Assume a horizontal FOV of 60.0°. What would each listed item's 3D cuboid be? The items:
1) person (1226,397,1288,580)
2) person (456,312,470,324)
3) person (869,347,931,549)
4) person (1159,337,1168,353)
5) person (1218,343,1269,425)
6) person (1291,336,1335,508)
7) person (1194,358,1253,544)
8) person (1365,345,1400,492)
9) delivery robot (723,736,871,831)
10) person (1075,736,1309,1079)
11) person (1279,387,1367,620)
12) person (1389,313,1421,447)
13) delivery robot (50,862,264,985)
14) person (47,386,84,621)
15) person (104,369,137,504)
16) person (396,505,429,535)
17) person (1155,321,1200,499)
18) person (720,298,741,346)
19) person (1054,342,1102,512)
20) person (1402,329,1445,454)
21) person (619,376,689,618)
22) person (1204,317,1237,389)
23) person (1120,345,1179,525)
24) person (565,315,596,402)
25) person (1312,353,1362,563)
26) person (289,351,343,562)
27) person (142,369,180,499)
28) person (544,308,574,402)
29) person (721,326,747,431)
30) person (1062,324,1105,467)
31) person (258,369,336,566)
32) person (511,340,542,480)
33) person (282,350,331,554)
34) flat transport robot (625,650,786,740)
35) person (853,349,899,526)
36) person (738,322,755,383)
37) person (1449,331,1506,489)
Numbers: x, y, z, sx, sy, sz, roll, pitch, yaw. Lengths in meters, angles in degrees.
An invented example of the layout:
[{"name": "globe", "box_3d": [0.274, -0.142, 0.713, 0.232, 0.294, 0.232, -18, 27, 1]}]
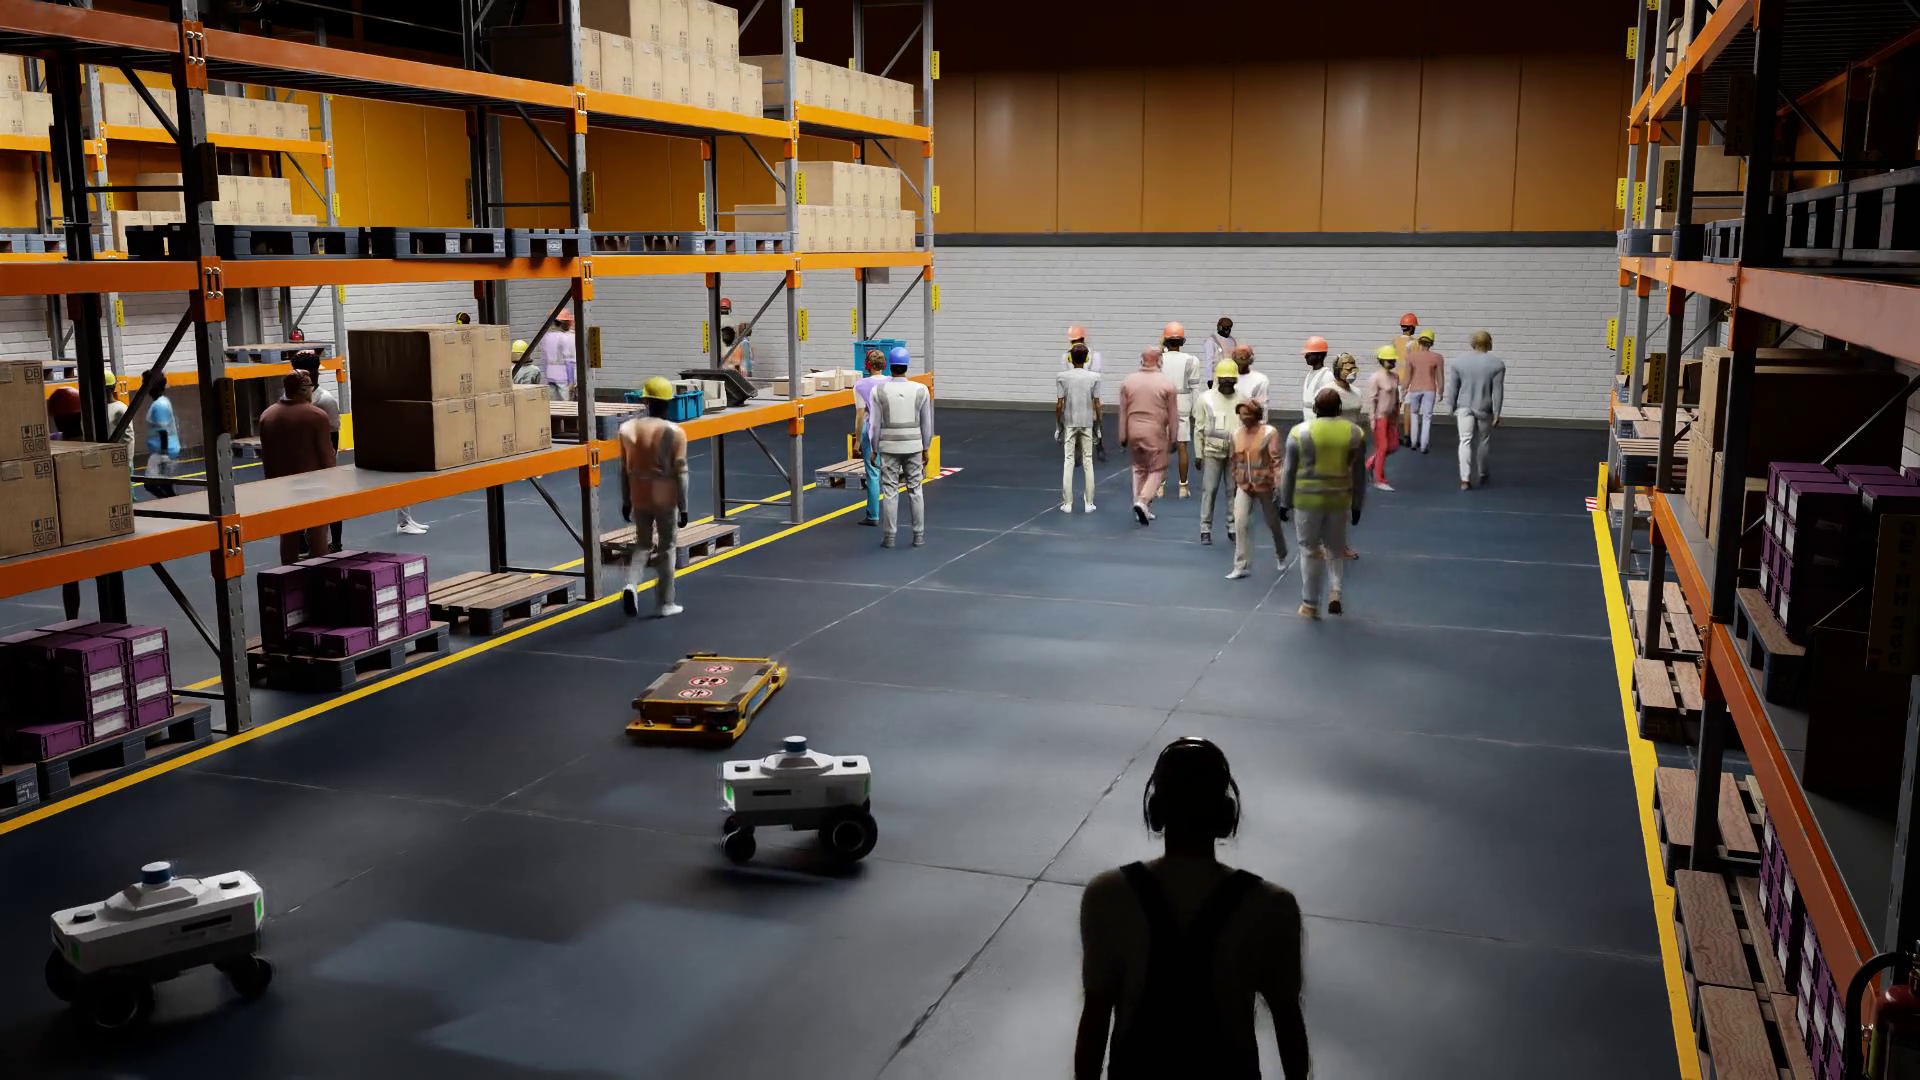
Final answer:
[{"name": "person", "box_3d": [2.677, -0.479, 14.749, 0.578, 1.604, 0.816, 8, 13, 38]}, {"name": "person", "box_3d": [-7.762, -2.639, 26.162, 0.317, 1.870, 0.523, 3, 11, 17]}, {"name": "person", "box_3d": [-0.584, -0.888, 16.079, 0.605, 1.948, 0.406, -2, 10, -12]}, {"name": "person", "box_3d": [3.010, -2.186, 24.369, 0.507, 1.605, 0.795, 0, 10, -3]}, {"name": "person", "box_3d": [3.070, -1.200, 18.053, 0.579, 1.872, 0.515, 4, 11, 23]}, {"name": "person", "box_3d": [3.883, -1.256, 18.185, 0.379, 1.938, 0.547, -2, 10, -13]}, {"name": "person", "box_3d": [2.587, -0.862, 16.270, 0.600, 1.827, 0.404, -1, 10, -4]}, {"name": "person", "box_3d": [5.031, -1.464, 19.877, 0.537, 1.748, 0.488, -8, 13, -40]}, {"name": "delivery robot", "box_3d": [-0.791, 1.191, 8.033, 0.707, 0.478, 0.477, -1, 10, -8]}, {"name": "person", "box_3d": [0.553, 1.343, 3.965, 0.544, 1.789, 0.996, 2, 10, 12]}, {"name": "person", "box_3d": [2.828, -0.280, 13.002, 0.640, 1.822, 0.432, -1, 10, -6]}, {"name": "person", "box_3d": [6.482, -2.322, 24.185, 0.361, 1.939, 0.543, -6, 12, -32]}, {"name": "delivery robot", "box_3d": [-3.070, 1.482, 6.393, 0.707, 0.478, 0.477, -8, 13, -39]}, {"name": "person", "box_3d": [-6.278, -0.134, 11.872, 0.548, 1.934, 0.376, -2, 10, -9]}, {"name": "person", "box_3d": [-8.071, -0.751, 15.833, 0.526, 1.765, 0.329, 5, 11, 28]}, {"name": "person", "box_3d": [-5.616, -0.990, 16.878, 0.328, 1.873, 0.513, -2, 10, -12]}, {"name": "person", "box_3d": [2.454, -1.489, 19.185, 0.615, 2.047, 0.357, 1, 10, 7]}, {"name": "person", "box_3d": [-4.130, -3.266, 29.341, 0.622, 1.992, 0.396, -2, 10, -12]}, {"name": "person", "box_3d": [1.295, -1.231, 18.223, 0.524, 1.876, 0.325, 0, 10, 2]}, {"name": "person", "box_3d": [6.569, -2.105, 23.525, 0.557, 1.742, 0.742, 4, 11, 23]}, {"name": "person", "box_3d": [-2.397, -0.311, 12.930, 0.598, 1.910, 0.562, 3, 11, 17]}, {"name": "person", "box_3d": [3.971, -2.444, 25.165, 0.621, 1.838, 0.429, -8, 13, -37]}, {"name": "person", "box_3d": [1.955, -1.089, 17.382, 0.664, 1.885, 0.679, 7, 12, 35]}, {"name": "person", "box_3d": [-5.717, -2.377, 24.624, 0.654, 1.897, 0.403, -7, 12, -33]}, {"name": "person", "box_3d": [3.502, -0.761, 15.391, 0.627, 1.940, 0.370, -8, 13, -39]}, {"name": "person", "box_3d": [-5.890, -0.742, 15.209, 0.614, 1.963, 0.362, 9, 14, 42]}, {"name": "person", "box_3d": [-8.075, -0.881, 16.787, 0.377, 1.680, 0.547, -5, 11, -26]}, {"name": "person", "box_3d": [-5.698, -2.307, 23.875, 0.607, 2.031, 0.438, 9, 13, 40]}, {"name": "person", "box_3d": [-3.641, -2.501, 25.974, 0.556, 1.646, 0.857, 10, 14, 44]}, {"name": "person", "box_3d": [1.650, -1.932, 22.121, 0.555, 1.898, 0.791, 4, 11, 22]}, {"name": "person", "box_3d": [-5.451, -0.463, 13.819, 0.642, 1.905, 0.401, 3, 10, 14]}, {"name": "person", "box_3d": [-5.461, -1.620, 20.781, 0.492, 1.742, 0.317, -10, 14, -44]}, {"name": "person", "box_3d": [-6.163, -0.835, 15.809, 0.360, 1.939, 0.543, 1, 10, 8]}, {"name": "flat transport robot", "box_3d": [-1.562, 0.956, 10.417, 0.652, 0.197, 1.431, 1, 10, 7]}, {"name": "person", "box_3d": [-0.852, -1.059, 17.331, 0.564, 1.847, 0.395, -7, 12, -33]}, {"name": "person", "box_3d": [-3.572, -2.802, 27.729, 0.307, 1.641, 0.513, -3, 11, -17]}, {"name": "person", "box_3d": [6.245, -1.575, 20.126, 0.650, 1.883, 1.026, 4, 11, 23]}]
